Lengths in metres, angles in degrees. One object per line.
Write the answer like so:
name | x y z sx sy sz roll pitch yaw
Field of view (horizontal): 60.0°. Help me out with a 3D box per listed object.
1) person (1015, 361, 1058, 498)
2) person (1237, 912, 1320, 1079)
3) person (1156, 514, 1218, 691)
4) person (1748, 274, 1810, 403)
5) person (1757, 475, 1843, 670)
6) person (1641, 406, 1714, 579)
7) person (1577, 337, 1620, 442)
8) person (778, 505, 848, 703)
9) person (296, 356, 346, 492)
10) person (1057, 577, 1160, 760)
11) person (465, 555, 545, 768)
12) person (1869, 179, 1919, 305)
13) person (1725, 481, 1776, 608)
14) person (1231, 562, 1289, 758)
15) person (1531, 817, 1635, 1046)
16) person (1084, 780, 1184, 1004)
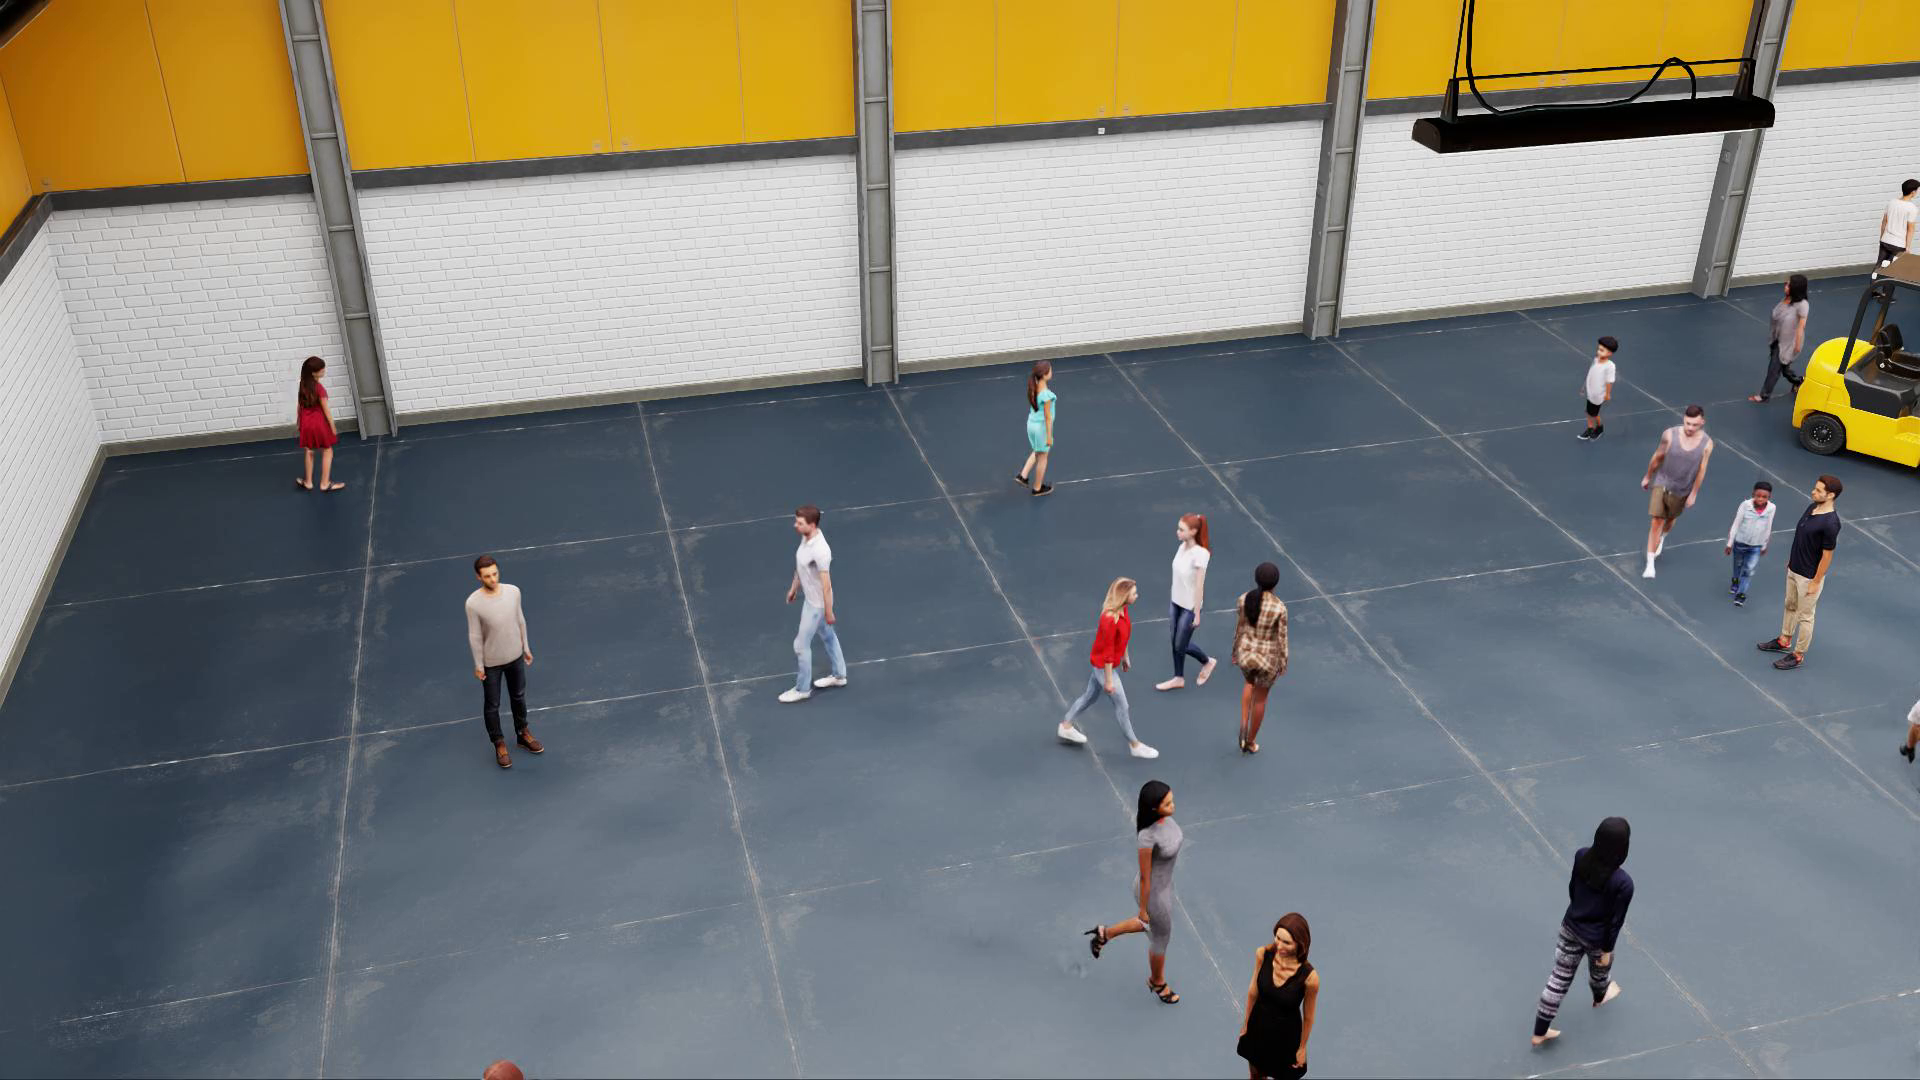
person | 0.792 -1.170 17.666 0.721 1.549 0.631 -15 32 -26
person | 1.874 2.941 9.831 0.668 1.835 0.707 20 34 32
person | 2.033 0.550 14.326 0.761 1.728 0.619 -10 30 -17
person | 9.951 -2.403 19.886 1.004 1.588 0.755 -1 29 -2
person | 7.497 0.269 14.705 0.624 1.857 0.692 0 29 -1
person | 6.942 -0.539 16.158 1.245 1.768 1.231 13 31 22
person | 7.337 -1.738 19.018 0.515 1.252 0.503 -10 30 -18
person | -1.135 0.509 14.297 0.850 1.827 0.647 -6 29 -11
person | -6.961 -1.244 17.818 0.815 1.533 0.903 7 29 12
person | 1.116 1.033 13.517 1.183 1.655 0.998 9 30 17
person | -3.718 0.942 13.461 0.675 1.868 0.798 -24 37 -36
person | 12.879 -4.135 22.922 0.557 1.721 0.647 -11 31 -20
person | 7.537 -0.009 15.871 0.848 1.229 0.897 15 32 25
person | 2.358 1.024 13.407 0.733 1.775 0.783 20 34 32
person | 3.992 2.553 10.707 1.155 1.677 0.861 -18 33 -30
person | 1.203 2.324 11.036 1.020 1.764 0.918 12 31 21
